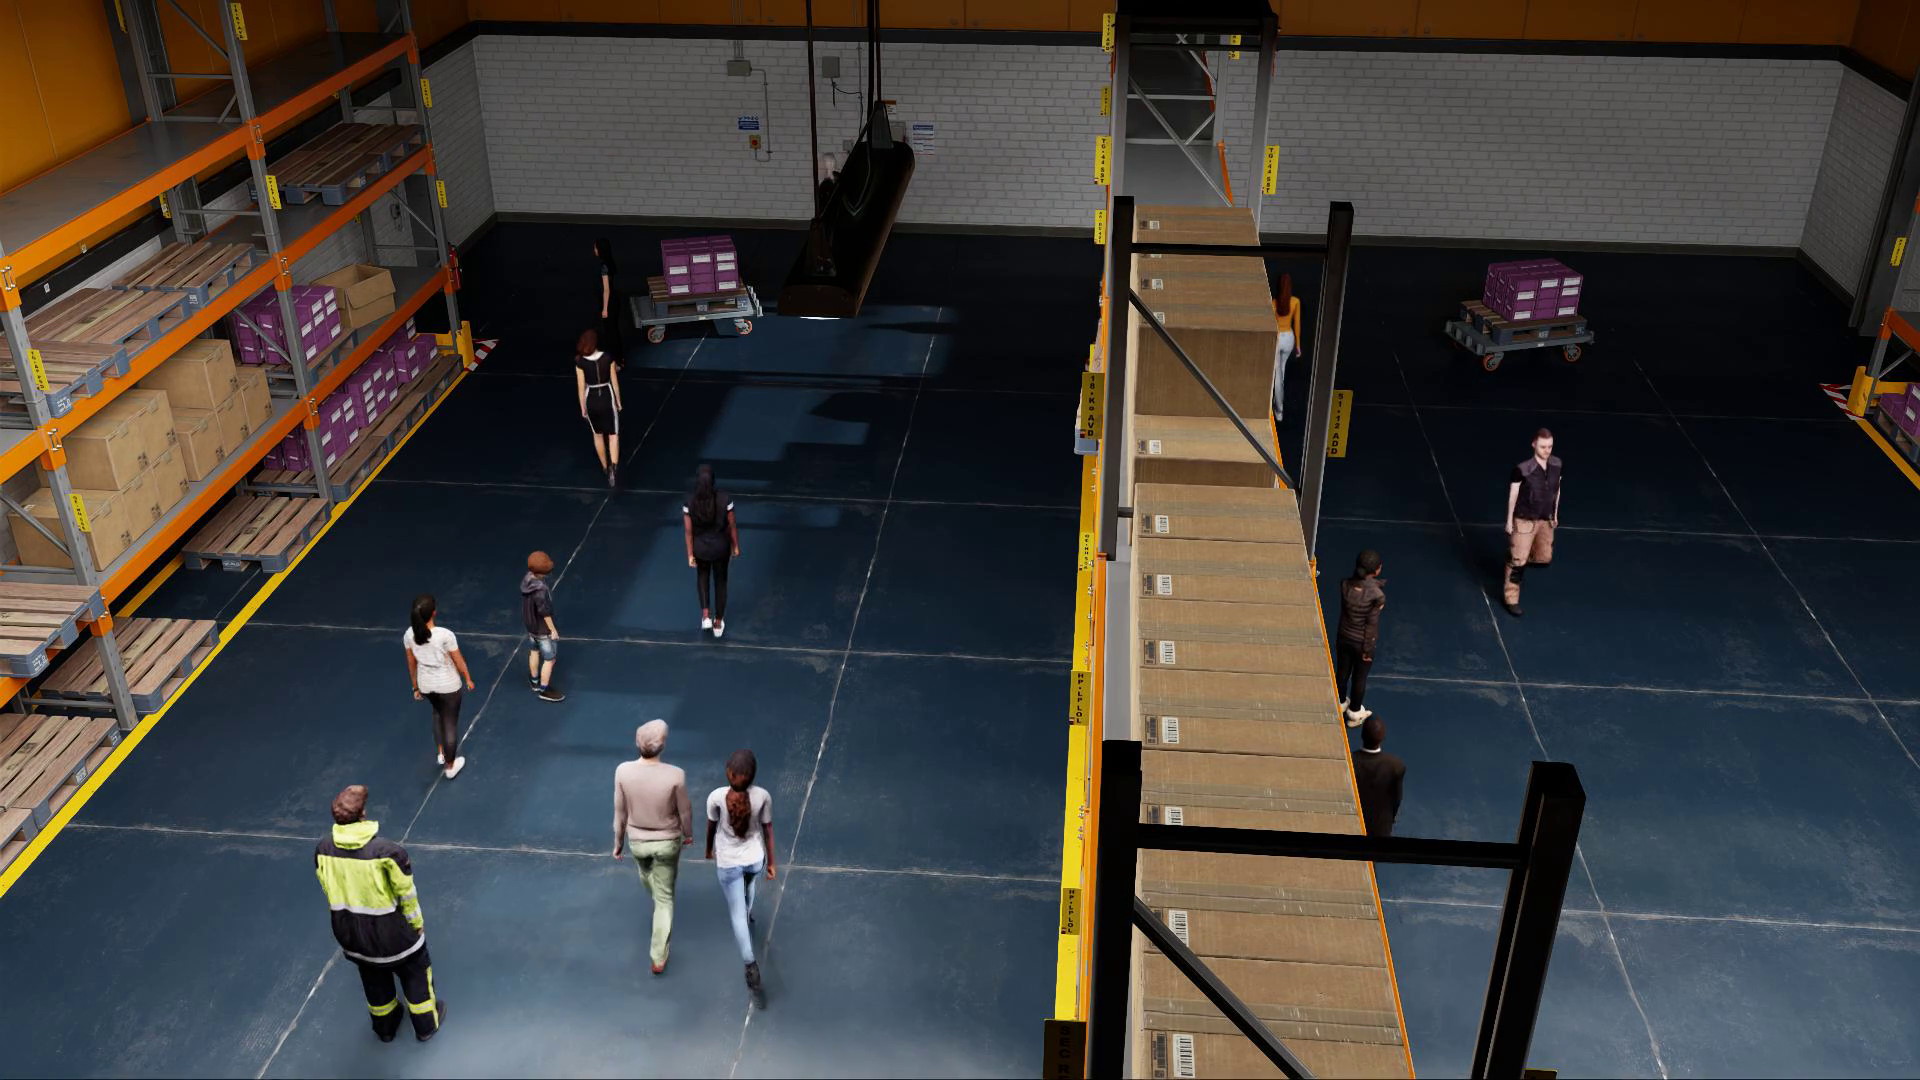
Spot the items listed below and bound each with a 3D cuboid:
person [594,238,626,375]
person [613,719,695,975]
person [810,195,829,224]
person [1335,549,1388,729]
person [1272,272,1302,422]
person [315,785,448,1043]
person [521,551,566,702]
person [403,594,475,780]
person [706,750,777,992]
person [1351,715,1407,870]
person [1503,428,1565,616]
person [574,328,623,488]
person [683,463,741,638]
[{"bbox_3d":[-4.297,-2.867,20.375,0.647,1.736,0.466,-1,29,-2],"label":"person"},{"bbox_3d":[-2.058,2.107,11.164,0.721,1.825,1.183,0,29,1],"label":"person"},{"bbox_3d":[-1.771,-3.828,22.272,0.682,1.608,0.709,-3,29,-6],"label":"person"},{"bbox_3d":[3.259,0.829,13.678,0.705,1.661,0.765,15,32,26],"label":"person"},{"bbox_3d":[3.713,-2.194,19.152,0.757,1.727,0.985,-4,29,-8],"label":"person"},{"bbox_3d":[-3.700,2.409,10.455,0.779,1.974,0.671,3,29,6],"label":"person"},{"bbox_3d":[-3.614,0.692,14.168,0.797,1.434,0.691,-25,37,-38],"label":"person"},{"bbox_3d":[-4.111,1.184,13.056,0.610,1.634,0.621,6,29,11],"label":"person"},{"bbox_3d":[-1.451,2.222,11.111,0.918,1.675,1.235,-10,30,-18],"label":"person"},{"bbox_3d":[2.764,2.016,11.376,0.687,1.782,0.896,4,29,7],"label":"person"},{"bbox_3d":[5.260,-0.231,15.447,0.854,1.829,0.948,-8,30,-14],"label":"person"},{"bbox_3d":[-3.774,-1.358,17.563,0.809,1.780,1.047,-8,30,-14],"label":"person"},{"bbox_3d":[-2.223,0.128,14.905,0.648,1.717,0.686,-2,29,-3],"label":"person"}]
